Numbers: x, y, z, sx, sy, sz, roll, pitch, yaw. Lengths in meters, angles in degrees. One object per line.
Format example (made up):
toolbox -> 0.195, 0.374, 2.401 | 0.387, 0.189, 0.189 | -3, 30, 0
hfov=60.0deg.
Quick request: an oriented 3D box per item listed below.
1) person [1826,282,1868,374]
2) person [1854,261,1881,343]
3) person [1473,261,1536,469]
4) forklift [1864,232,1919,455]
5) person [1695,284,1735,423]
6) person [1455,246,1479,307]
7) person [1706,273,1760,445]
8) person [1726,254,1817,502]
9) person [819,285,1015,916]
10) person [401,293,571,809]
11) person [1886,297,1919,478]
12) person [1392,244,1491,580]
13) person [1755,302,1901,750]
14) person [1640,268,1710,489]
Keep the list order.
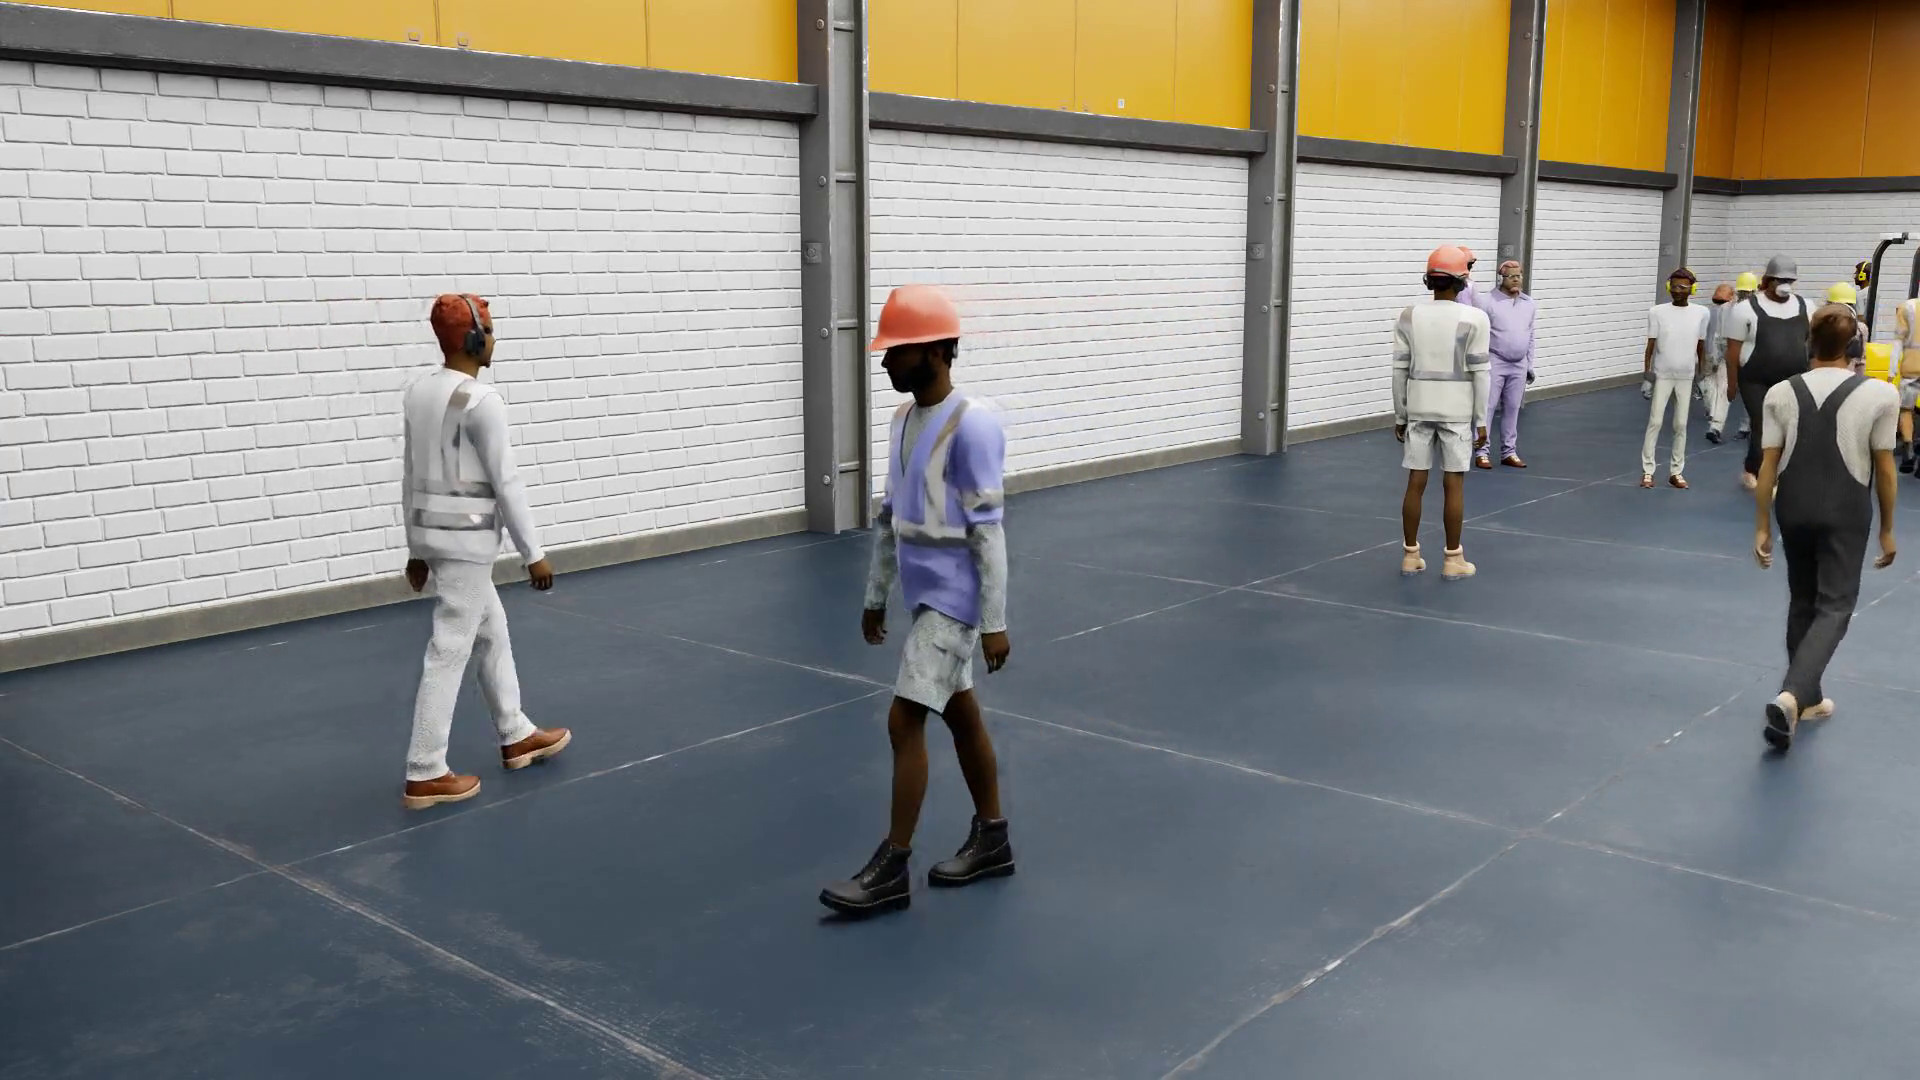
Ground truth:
person -> 7.238, -1.246, 13.752 | 0.554, 1.737, 0.742 | 1, 10, 6
person -> 10.434, -2.285, 19.303 | 0.513, 1.872, 0.328 | -9, 13, -41
person -> 5.031, -1.609, 15.349 | 0.641, 1.909, 0.409 | -3, 10, -15
forklift -> 9.955, -1.972, 16.595 | 2.313, 2.155, 1.214 | 1, 10, 8
person -> 8.904, -2.182, 19.456 | 0.524, 1.606, 0.660 | 8, 13, 40
person -> 5.302, -2.090, 17.706 | 0.389, 2.039, 0.614 | 4, 11, 22
person -> 8.053, -1.865, 17.182 | 0.598, 1.770, 0.962 | 8, 13, 39
person -> 6.656, -1.377, 13.645 | 0.675, 2.000, 1.031 | 0, 10, -1
person -> -0.171, 0.185, 5.112 | 0.841, 1.902, 0.577 | -5, 11, -25
person -> -1.748, 0.025, 6.178 | 0.889, 1.848, 0.572 | -9, 14, -42
person -> 8.504, -1.493, 14.656 | 0.587, 1.916, 0.468 | 5, 11, 26
person -> 2.950, -0.777, 10.209 | 0.607, 2.048, 0.370 | 7, 12, 35
person -> 3.511, -0.059, 6.809 | 0.861, 1.817, 0.518 | -10, 14, -44
person -> 6.032, -1.355, 14.030 | 0.513, 1.863, 0.329 | 2, 10, 9
